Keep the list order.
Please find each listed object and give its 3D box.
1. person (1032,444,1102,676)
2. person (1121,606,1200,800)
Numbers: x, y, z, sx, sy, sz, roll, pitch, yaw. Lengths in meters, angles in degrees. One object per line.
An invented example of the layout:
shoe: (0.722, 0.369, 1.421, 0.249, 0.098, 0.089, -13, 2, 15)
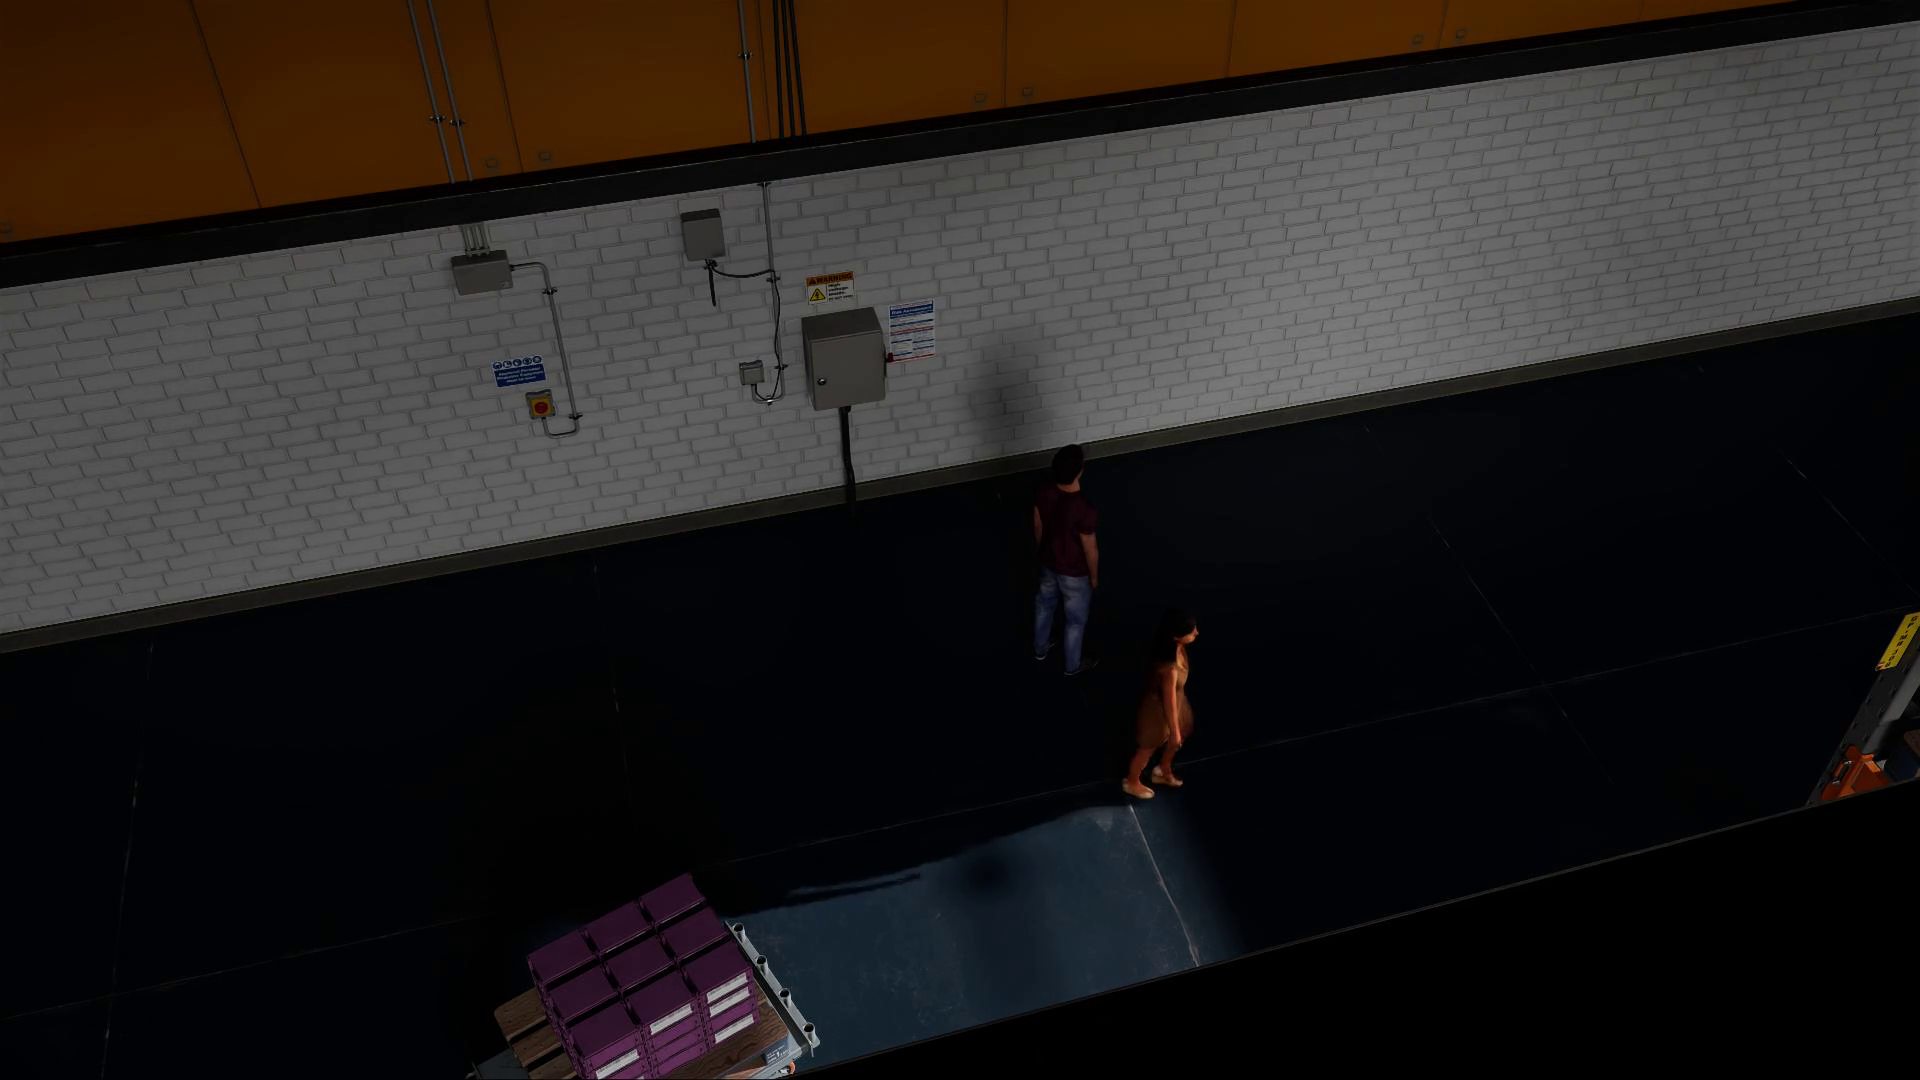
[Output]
person: (0.672, 0.125, 10.609, 0.692, 1.859, 0.799, 31, 52, 28)
person: (1.104, 0.978, 9.847, 0.778, 1.673, 0.693, 8, 44, 8)
